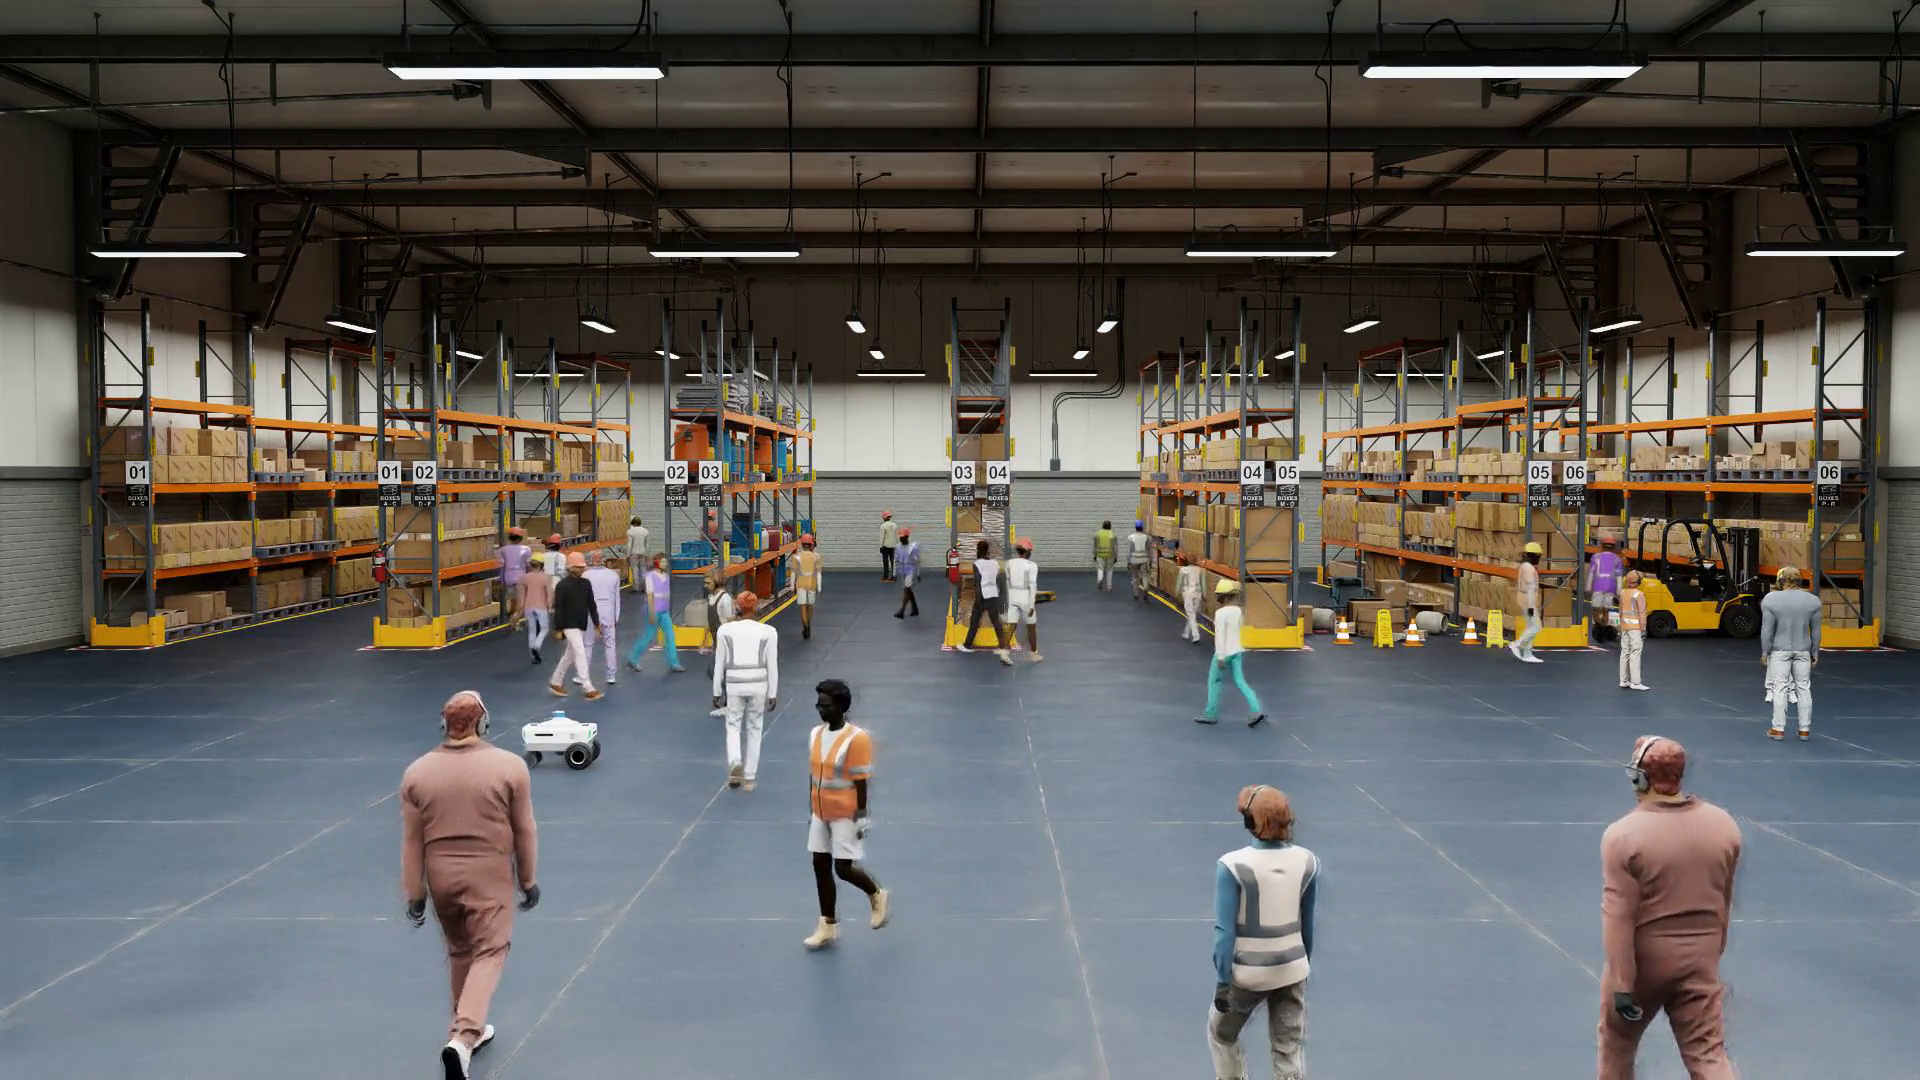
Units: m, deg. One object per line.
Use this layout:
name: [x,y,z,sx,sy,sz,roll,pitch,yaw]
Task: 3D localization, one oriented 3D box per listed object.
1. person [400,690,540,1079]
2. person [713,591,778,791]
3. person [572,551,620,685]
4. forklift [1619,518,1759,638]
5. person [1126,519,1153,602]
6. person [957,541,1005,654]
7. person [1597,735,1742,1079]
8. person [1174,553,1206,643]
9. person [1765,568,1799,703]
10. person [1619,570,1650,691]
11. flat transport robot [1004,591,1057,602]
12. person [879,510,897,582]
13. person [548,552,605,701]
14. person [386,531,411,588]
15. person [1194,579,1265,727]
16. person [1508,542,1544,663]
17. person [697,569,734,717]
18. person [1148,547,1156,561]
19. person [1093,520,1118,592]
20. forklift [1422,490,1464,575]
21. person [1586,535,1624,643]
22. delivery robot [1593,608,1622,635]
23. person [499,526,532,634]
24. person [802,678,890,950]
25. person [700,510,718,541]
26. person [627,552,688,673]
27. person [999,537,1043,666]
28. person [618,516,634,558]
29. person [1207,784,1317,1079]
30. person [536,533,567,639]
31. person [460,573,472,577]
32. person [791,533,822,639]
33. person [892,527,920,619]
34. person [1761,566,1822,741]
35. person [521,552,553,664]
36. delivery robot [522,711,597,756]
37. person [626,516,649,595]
person: [-2.437,1.690,7.990,0.639,1.875,0.872,0,2,4]
person: [-1.989,1.410,14.972,0.611,1.870,0.562,0,2,-5]
person: [-5.145,1.099,22.829,0.662,1.890,0.441,-1,3,-31]
forklift: [13.417,0.684,29.791,2.313,2.155,1.214,0,2,0]
person: [4.191,0.483,37.593,0.617,1.934,0.634,0,2,-1]
person: [0.408,0.951,26.696,1.024,1.862,0.619,2,3,42]
person: [2.943,1.744,6.672,0.639,1.866,0.946,0,2,-9]
person: [4.076,1.014,28.495,0.529,1.583,0.925,-1,2,-21]
person: [10.697,1.236,20.960,0.488,1.744,0.296,1,2,21]
person: [9.261,1.237,22.206,0.306,1.640,0.523,0,2,-11]
flat transport robot: [1.638,1.317,37.718,0.652,0.197,1.431,1,3,33]
person: [-2.005,0.169,44.837,0.618,1.987,0.405,-2,3,-44]
person: [-5.097,1.125,21.320,1.016,1.952,0.616,1,3,25]
person: [-11.143,0.738,32.029,0.518,1.865,0.326,0,2,10]
person: [3.194,1.321,18.990,0.874,1.729,0.536,2,3,43]
person: [8.903,0.983,25.277,0.458,1.908,0.605,1,2,14]
person: [-2.936,1.256,19.641,0.562,1.814,0.509,-1,3,-28]
person: [5.625,0.134,48.152,0.611,1.790,0.918,-2,3,-44]
person: [3.694,0.403,40.902,0.646,1.825,0.560,1,2,14]
forklift: [13.926,-0.371,47.846,1.873,2.768,1.129,0,2,0]
person: [11.341,0.868,28.383,0.616,1.890,0.667,1,2,20]
delivery robot: [11.747,1.473,29.102,0.477,0.478,0.707,-1,2,-16]
person: [-8.284,0.747,30.020,0.609,2.020,0.731,0,2,2]
person: [-0.730,1.696,10.114,0.540,1.677,0.521,2,3,44]
person: [-6.879,0.170,44.670,0.609,1.996,0.383,0,2,11]
person: [-4.569,1.083,24.170,0.940,1.805,0.582,1,2,24]
person: [0.939,0.949,25.114,0.608,2.002,1.012,1,3,32]
person: [-9.551,0.193,46.522,0.594,1.801,0.753,-1,3,-29]
person: [1.269,1.851,6.928,0.544,1.619,0.561,-1,2,-22]
person: [-7.339,0.835,28.973,0.553,1.920,0.653,1,3,27]
person: [-12.521,0.341,40.757,0.609,1.963,0.368,1,3,32]
person: [-2.777,0.828,29.270,0.552,1.906,0.905,-1,2,-15]
person: [-1.093,0.674,33.508,0.555,1.881,1.010,1,3,30]
person: [9.261,1.257,18.017,0.629,1.940,0.373,0,2,11]
person: [-6.611,1.067,25.174,0.534,1.752,0.481,0,2,8]
delivery robot: [-4.056,1.978,16.355,0.707,0.478,0.477,0,3,-2]
person: [-8.011,0.380,40.082,0.632,1.938,0.359,-2,3,-44]
